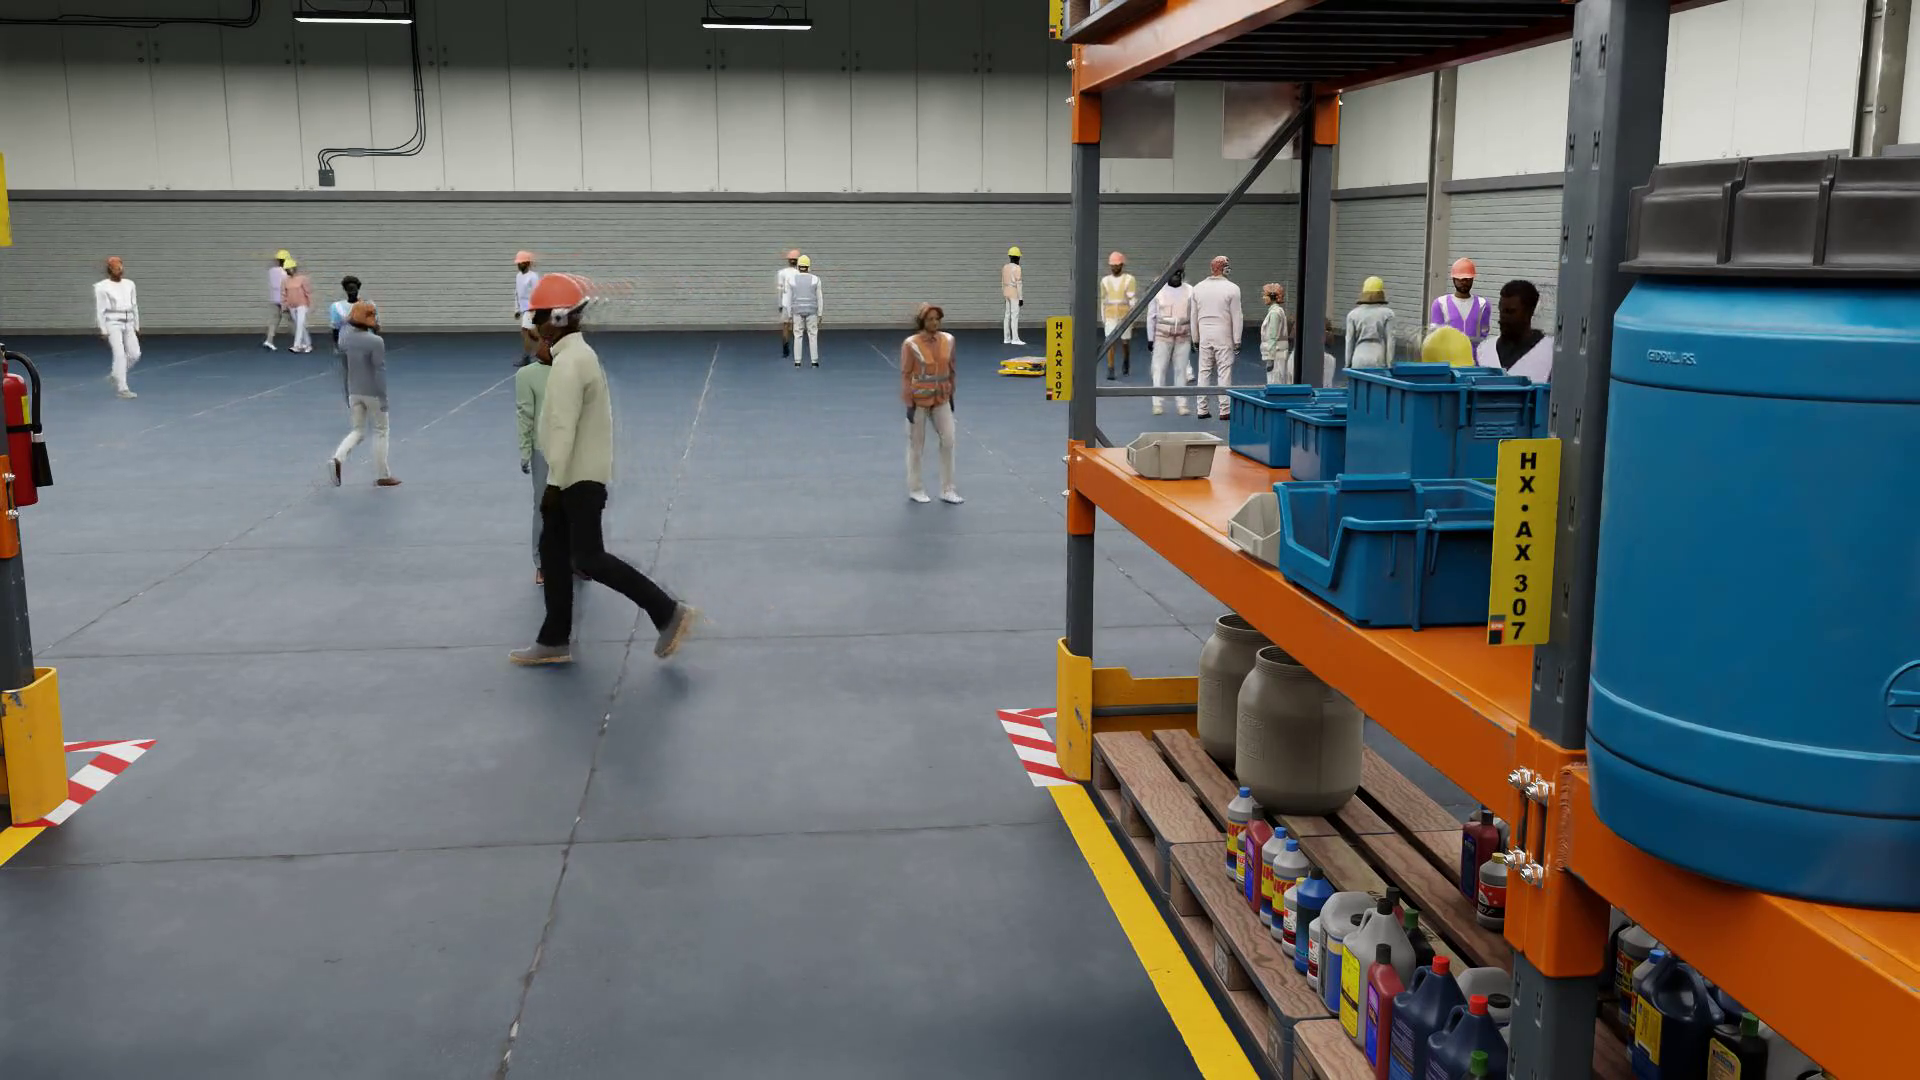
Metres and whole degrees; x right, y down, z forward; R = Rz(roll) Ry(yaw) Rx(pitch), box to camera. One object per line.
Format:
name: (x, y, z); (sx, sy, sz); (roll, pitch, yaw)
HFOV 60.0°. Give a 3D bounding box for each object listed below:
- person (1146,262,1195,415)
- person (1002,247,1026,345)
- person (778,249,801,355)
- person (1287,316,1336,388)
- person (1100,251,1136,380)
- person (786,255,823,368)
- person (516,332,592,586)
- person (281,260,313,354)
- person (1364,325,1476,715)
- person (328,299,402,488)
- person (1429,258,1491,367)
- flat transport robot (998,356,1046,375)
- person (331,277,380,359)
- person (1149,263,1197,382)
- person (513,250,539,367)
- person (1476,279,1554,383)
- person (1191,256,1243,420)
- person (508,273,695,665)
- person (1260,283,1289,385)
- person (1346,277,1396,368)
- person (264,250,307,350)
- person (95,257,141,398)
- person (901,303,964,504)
person: (2.553, -2.419, 19.986); (0.633, 1.839, 0.429); (0, 10, -2)
person: (1.061, -4.836, 32.993); (0.364, 1.928, 0.586); (-7, 12, -33)
person: (-2.981, -4.223, 29.655); (0.552, 1.919, 0.774); (0, 10, 2)
person: (2.534, -0.850, 12.083); (0.873, 1.582, 0.516); (-6, 12, -31)
person: (2.384, -3.383, 25.064); (0.550, 1.921, 0.770); (2, 11, 13)
person: (-2.521, -3.700, 27.028); (0.590, 1.833, 0.404); (-1, 10, -4)
person: (-2.473, -0.542, 10.259); (0.507, 1.633, 0.277); (-6, 12, -30)
person: (-12.135, -4.254, 30.390); (0.540, 1.706, 0.938); (2, 10, 9)
person: (1.981, -0.028, 7.064); (0.581, 1.786, 0.940); (-3, 11, -17)
person: (-5.042, -1.215, 13.996); (0.511, 1.610, 0.627); (5, 12, 26)
person: (4.600, -1.620, 15.333); (0.552, 1.937, 0.356); (0, 10, 2)
flat transport robot: (1.103, -2.731, 25.999); (0.652, 0.197, 1.431); (3, 11, 17)
person: (-7.134, -2.282, 19.733); (0.539, 1.655, 0.820); (-7, 12, -33)
person: (3.149, -3.248, 24.682); (0.614, 1.799, 0.975); (-4, 11, -23)
person: (-7.054, -3.820, 27.462); (0.753, 1.915, 0.562); (-9, 14, -40)
person: (3.067, -0.484, 9.205); (0.457, 1.904, 0.607); (-7, 13, -34)
person: (3.022, -2.356, 19.455); (0.653, 1.906, 0.405); (8, 13, 37)
person: (-1.803, -0.332, 8.222); (0.856, 1.963, 0.611); (-2, 11, -13)
person: (3.388, -1.946, 17.965); (0.311, 1.635, 0.513); (2, 11, 12)
person: (4.199, -1.815, 16.973); (0.507, 1.717, 0.711); (4, 11, 22)
person: (-12.824, -4.535, 31.475); (0.587, 1.886, 0.950); (4, 11, 23)
person: (-11.212, -2.824, 22.127); (0.488, 1.868, 0.598); (5, 11, 24)
person: (-0.211, -1.071, 13.210); (0.537, 1.605, 0.678); (-6, 12, -29)
